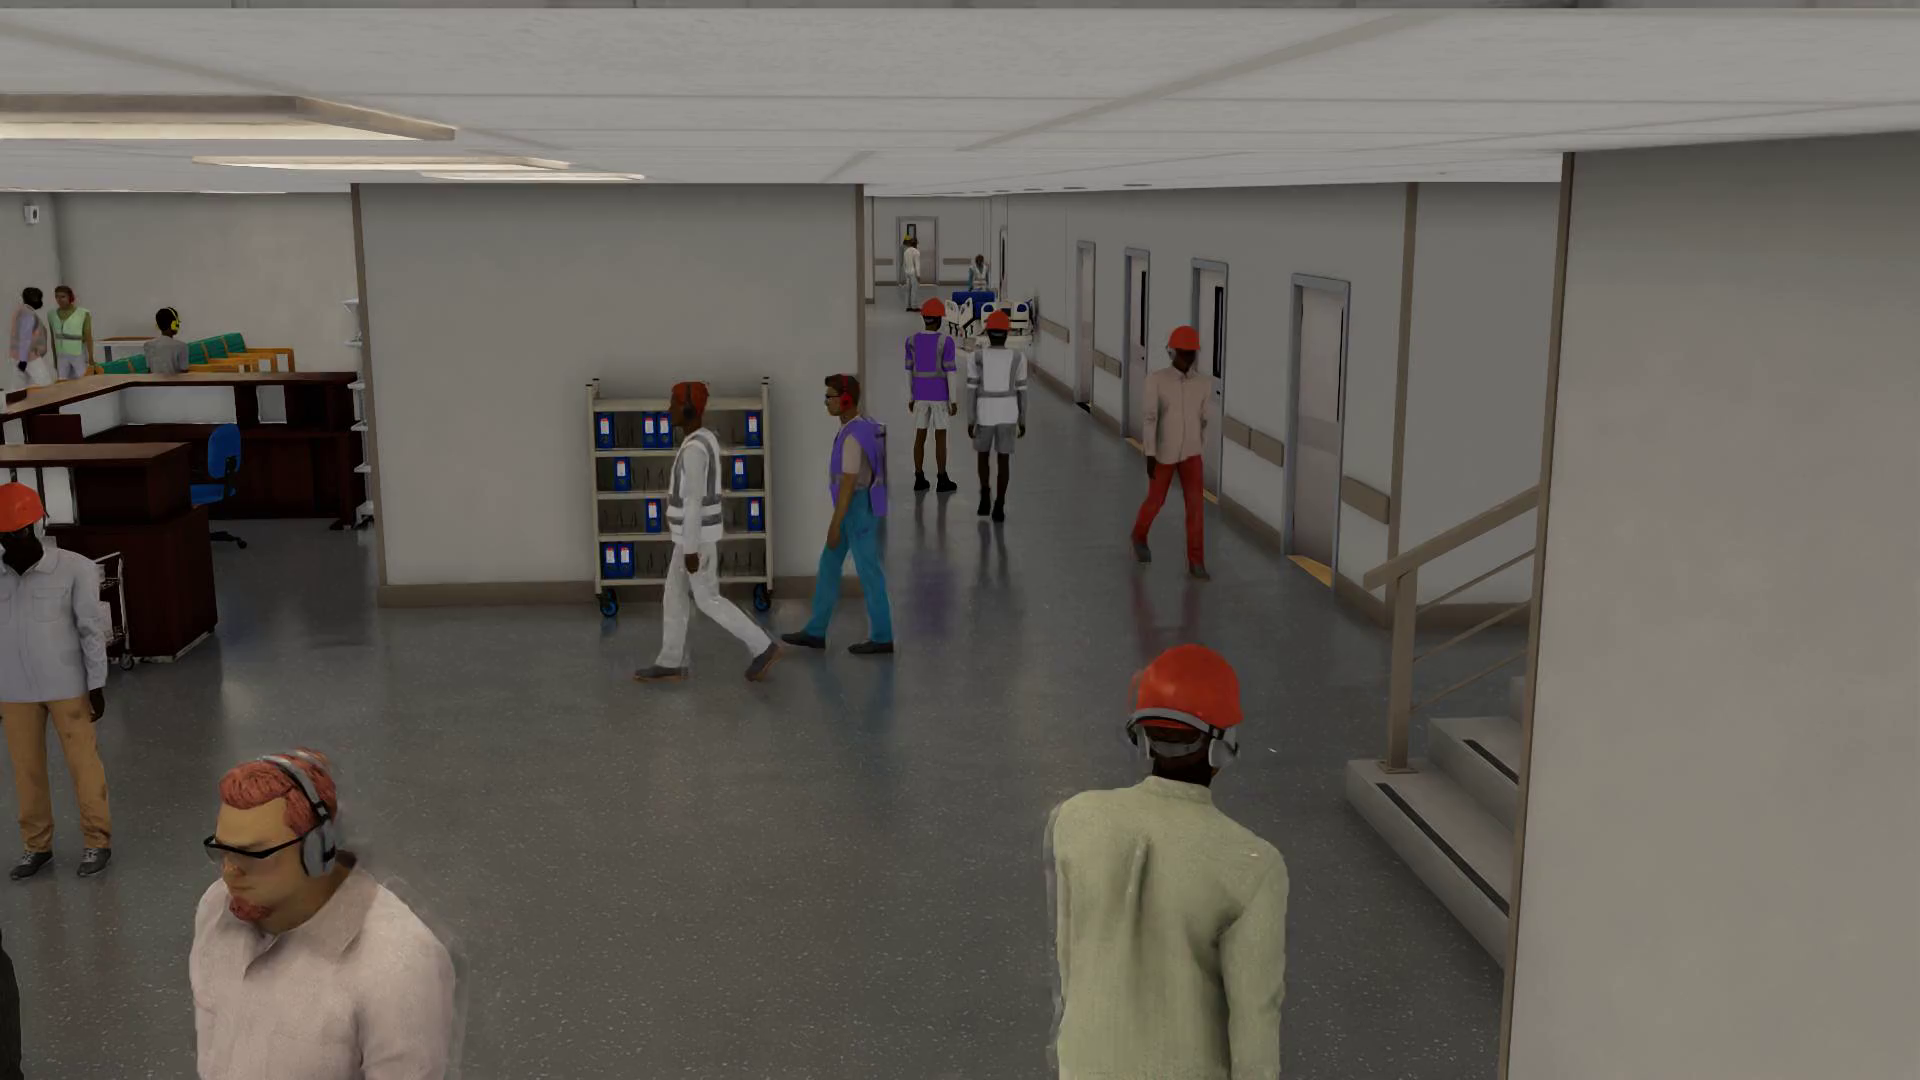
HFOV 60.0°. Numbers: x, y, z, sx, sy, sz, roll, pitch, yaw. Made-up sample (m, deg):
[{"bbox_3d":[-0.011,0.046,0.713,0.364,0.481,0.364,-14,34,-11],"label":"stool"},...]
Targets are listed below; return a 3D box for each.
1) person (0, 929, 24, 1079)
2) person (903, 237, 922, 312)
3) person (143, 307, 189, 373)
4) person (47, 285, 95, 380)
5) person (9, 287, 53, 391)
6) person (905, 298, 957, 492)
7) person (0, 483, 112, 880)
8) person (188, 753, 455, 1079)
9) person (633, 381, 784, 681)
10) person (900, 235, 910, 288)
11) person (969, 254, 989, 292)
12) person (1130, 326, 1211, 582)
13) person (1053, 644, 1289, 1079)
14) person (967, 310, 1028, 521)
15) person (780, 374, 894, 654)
[{"bbox_3d":[-3.210,0.951,5.189,0.507,1.846,0.345,5,13,24],"label":"person"},{"bbox_3d":[-1.238,-6.947,43.559,0.376,1.940,0.629,-9,14,-36],"label":"person"},{"bbox_3d":[-7.849,-1.377,16.559,0.503,1.859,0.329,2,12,11],"label":"person"},{"bbox_3d":[-11.478,-2.394,21.596,0.567,1.827,0.697,1,12,4],"label":"person"},{"bbox_3d":[-11.943,-2.343,21.409,0.858,1.794,0.648,-10,15,-39],"label":"person"},{"bbox_3d":[-0.274,-1.449,16.694,0.552,1.937,0.356,5,13,23],"label":"person"},{"bbox_3d":[-3.943,0.610,7.120,0.557,1.744,0.358,-2,12,-10],"label":"person"},{"bbox_3d":[-1.302,1.336,3.243,0.671,1.869,0.853,6,13,26],"label":"person"},{"bbox_3d":[-1.525,-0.034,10.002,0.881,1.857,0.579,-1,12,-5],"label":"person"},{"bbox_3d":[-1.763,-9.224,55.161,0.483,1.745,0.299,-8,14,-33],"label":"person"},{"bbox_3d":[0.438,-6.114,40.300,0.526,1.608,0.780,-4,12,-18],"label":"person"},{"bbox_3d":[1.661,-0.709,13.049,0.612,1.966,0.965,-4,12,-18],"label":"person"},{"bbox_3d":[0.440,1.212,3.745,0.608,1.931,1.020,7,13,30],"label":"person"},{"bbox_3d":[0.341,-1.126,15.156,0.552,1.917,0.411,0,12,2],"label":"person"},{"bbox_3d":[-0.811,-0.148,10.627,0.841,1.811,0.603,-1,12,-6],"label":"person"}]
